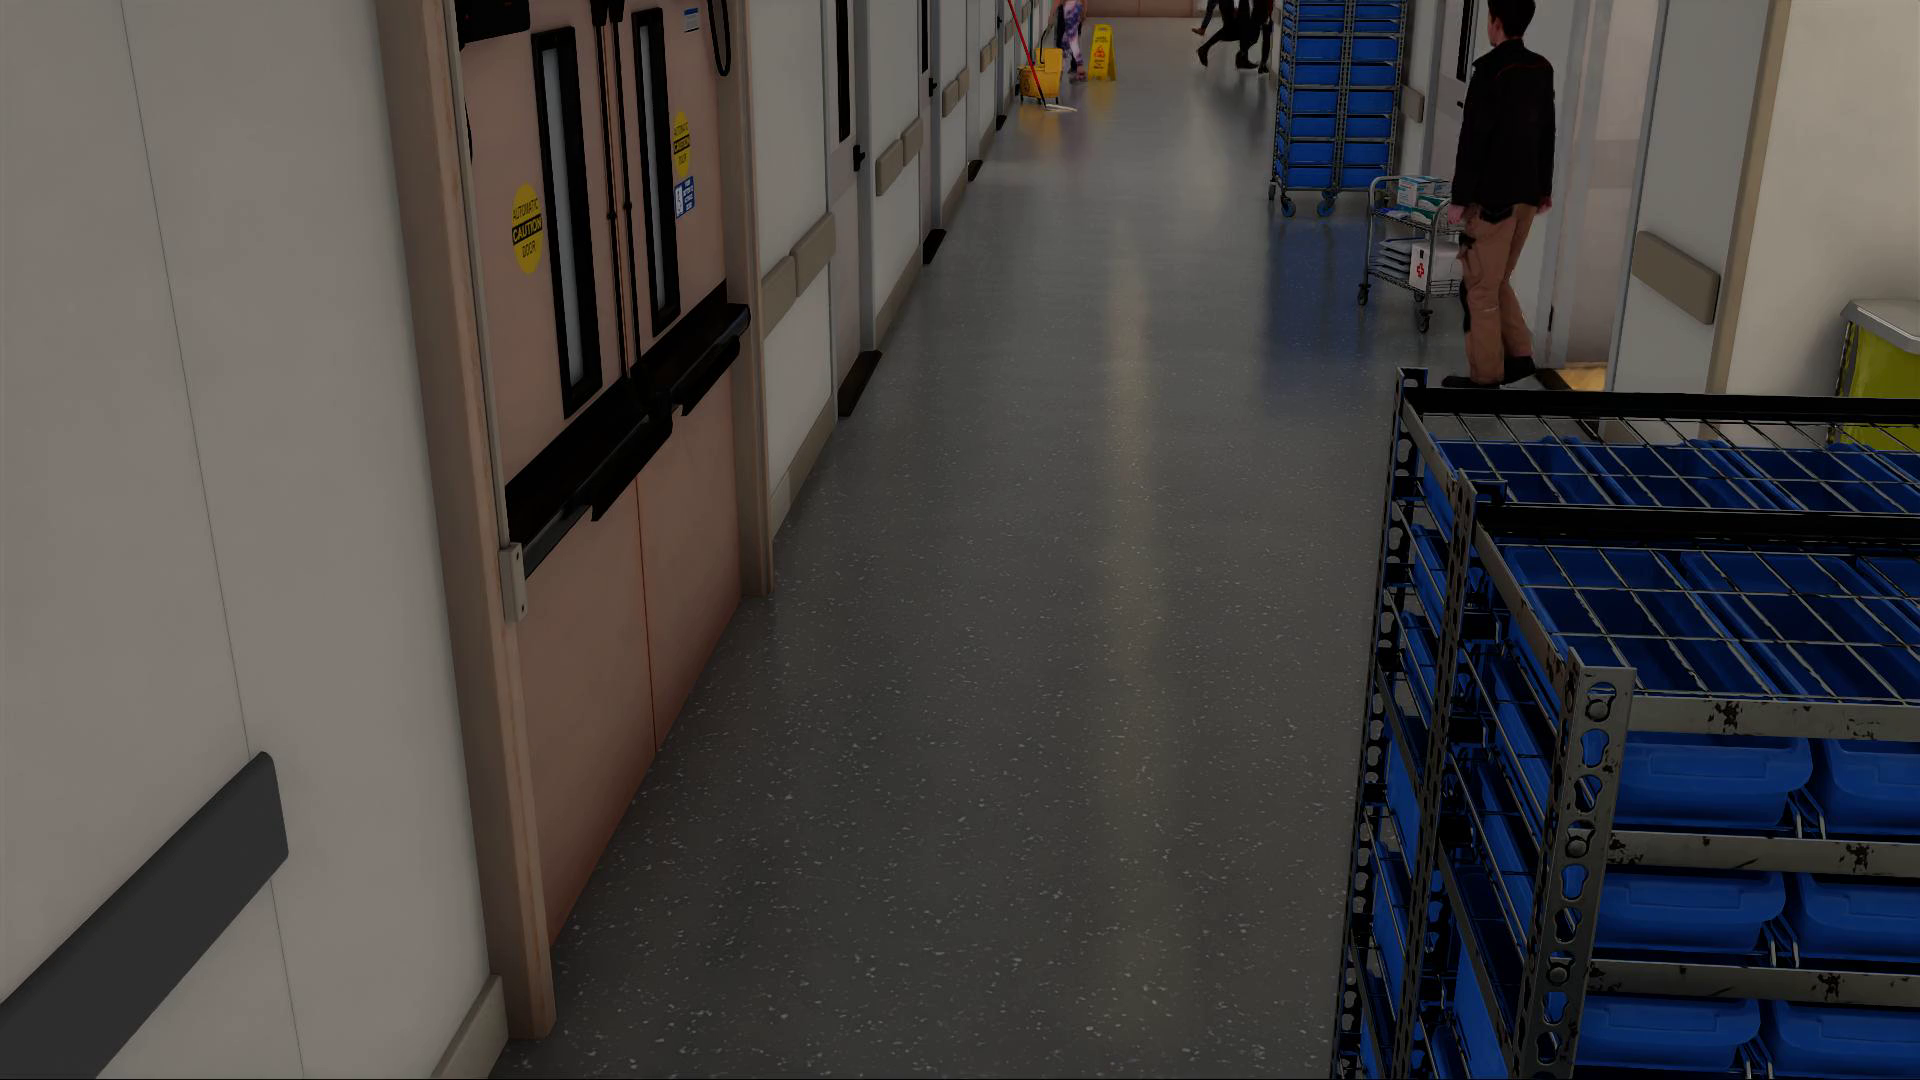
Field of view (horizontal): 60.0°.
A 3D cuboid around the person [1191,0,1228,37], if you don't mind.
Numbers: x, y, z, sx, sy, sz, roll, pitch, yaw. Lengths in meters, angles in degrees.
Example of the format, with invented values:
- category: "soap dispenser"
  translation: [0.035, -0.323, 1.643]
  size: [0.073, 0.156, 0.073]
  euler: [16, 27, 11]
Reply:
- category: "person"
  translation: [4.875, -10.200, 30.871]
  size: [1.066, 1.700, 1.053]
  euler: [17, 27, 38]

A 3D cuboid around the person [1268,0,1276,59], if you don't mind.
- category: "person"
  translation: [5.079, -8.309, 26.845]
  size: [0.509, 1.015, 0.595]
  euler: [-5, 21, -13]

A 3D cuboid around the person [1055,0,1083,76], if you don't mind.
- category: "person"
  translation: [1.631, -7.550, 23.758]
  size: [0.787, 1.781, 0.998]
  euler: [9, 22, 22]

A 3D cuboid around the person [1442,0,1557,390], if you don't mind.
- category: "person"
  translation: [2.603, -1.568, 7.782]
  size: [0.857, 1.911, 0.911]
  euler: [-17, 26, -37]

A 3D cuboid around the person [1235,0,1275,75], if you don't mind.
- category: "person"
  translation: [4.260, -7.476, 23.777]
  size: [1.045, 1.629, 0.978]
  euler: [-17, 26, -37]

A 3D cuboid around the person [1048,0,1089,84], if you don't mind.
- category: "person"
  translation: [1.610, -7.129, 22.715]
  size: [1.041, 1.734, 1.022]
  euler: [16, 26, 36]

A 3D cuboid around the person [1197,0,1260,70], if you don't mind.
- category: "person"
  translation: [3.995, -7.867, 24.565]
  size: [0.867, 1.803, 1.150]
  euler: [-1, 21, -4]
